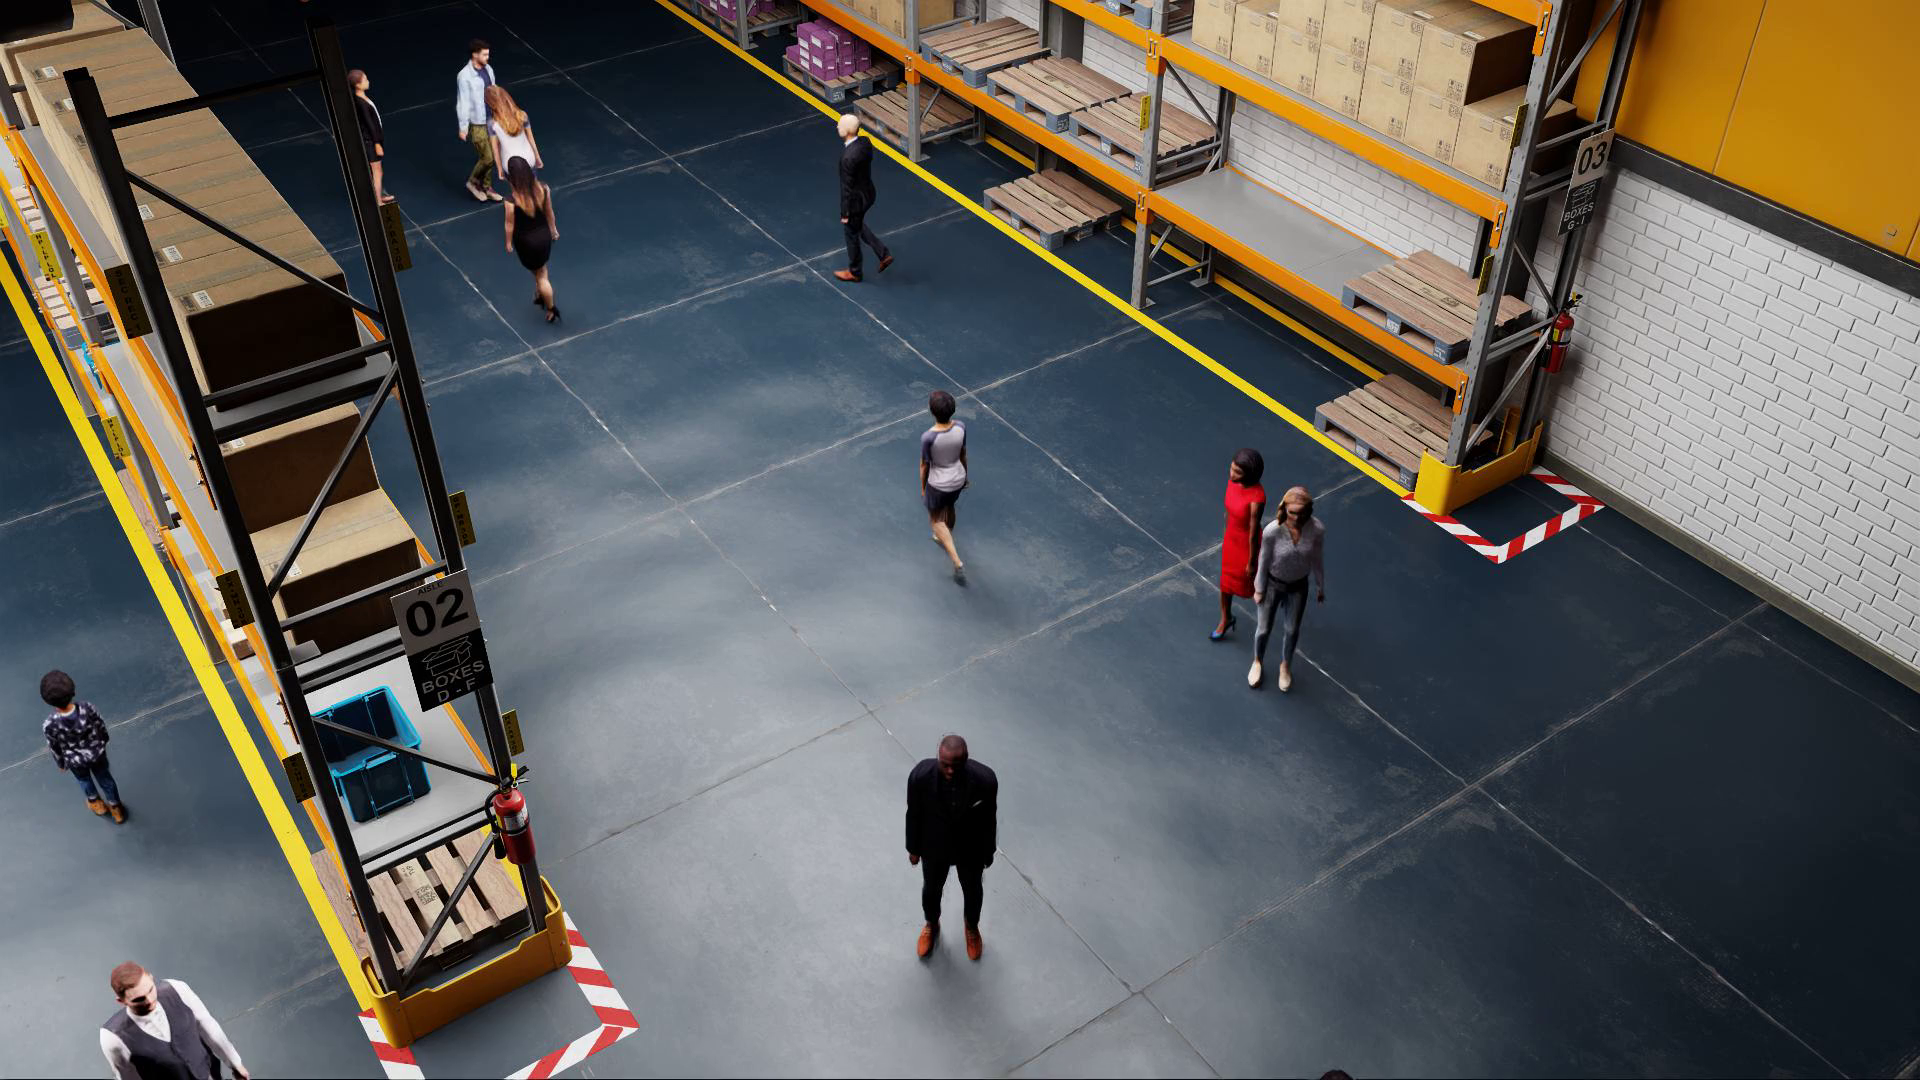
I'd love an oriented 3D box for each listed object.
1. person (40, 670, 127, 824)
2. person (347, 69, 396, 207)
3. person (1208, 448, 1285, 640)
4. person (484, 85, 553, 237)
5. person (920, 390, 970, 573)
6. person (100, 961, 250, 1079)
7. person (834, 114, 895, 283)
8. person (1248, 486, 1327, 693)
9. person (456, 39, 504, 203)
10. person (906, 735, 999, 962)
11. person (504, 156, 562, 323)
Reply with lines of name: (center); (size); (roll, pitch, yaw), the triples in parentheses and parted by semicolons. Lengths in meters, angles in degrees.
person: (-5.739, 1.398, 10.909); (0.529, 1.238, 0.568); (-28, 47, -31)
person: (-6.315, -4.272, 17.758); (0.619, 1.552, 0.511); (-18, 42, -21)
person: (2.152, 0.041, 12.218); (0.720, 1.726, 0.857); (-17, 42, -20)
person: (-4.499, -3.798, 17.045); (0.711, 1.700, 0.824); (-14, 41, -17)
person: (-0.092, -0.441, 12.966); (0.586, 1.545, 0.871); (-19, 42, -22)
person: (-4.093, 2.777, 8.634); (0.841, 1.923, 0.800); (18, 42, 21)
person: (-0.944, -3.346, 16.407); (1.027, 1.790, 0.947); (14, 41, 17)
person: (2.280, 0.321, 11.824); (0.727, 1.779, 0.736); (-3, 39, -4)
person: (-5.209, -4.494, 17.845); (0.901, 1.790, 0.885); (19, 42, 22)
person: (-0.038, 1.814, 9.925); (0.787, 1.818, 0.818); (2, 39, 3)
person: (-3.990, -2.807, 15.806); (0.839, 1.698, 0.783); (26, 46, 29)
